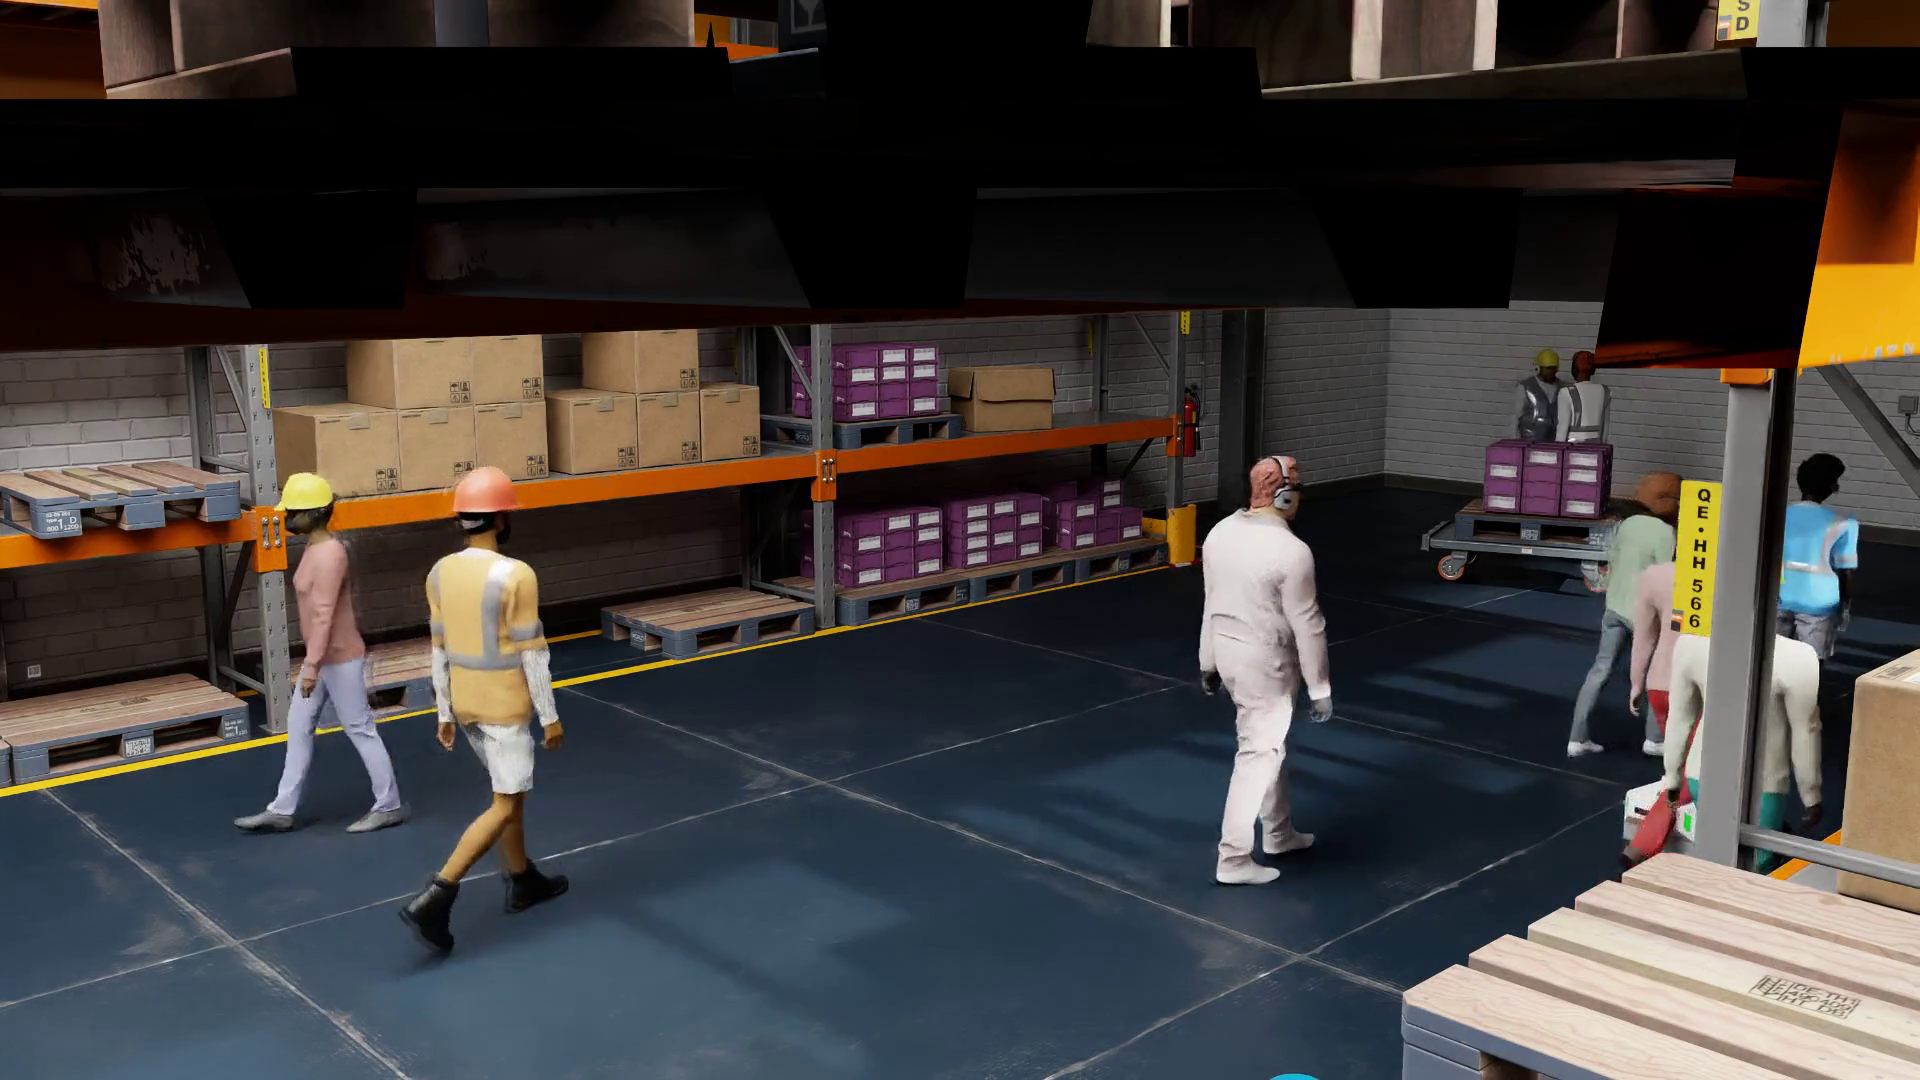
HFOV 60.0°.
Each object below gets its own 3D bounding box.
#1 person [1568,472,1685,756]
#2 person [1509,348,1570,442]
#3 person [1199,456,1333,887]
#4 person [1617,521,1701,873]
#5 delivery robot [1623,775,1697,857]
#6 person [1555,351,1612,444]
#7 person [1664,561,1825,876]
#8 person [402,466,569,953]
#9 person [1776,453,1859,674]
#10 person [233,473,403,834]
[{"bbox_3d":[3.691,0.424,8.980,0.726,1.578,0.509,-2,10,-11],"label":"person"},{"bbox_3d":[5.938,-1.037,16.877,0.614,1.804,0.623,-2,10,-10],"label":"person"},{"bbox_3d":[1.428,0.567,7.292,0.796,1.878,0.669,-4,11,-24],"label":"person"},{"bbox_3d":[3.103,0.658,7.168,0.794,1.743,0.537,-6,12,-33],"label":"person"},{"bbox_3d":[3.257,1.176,7.326,0.707,0.478,0.477,-7,12,-34],"label":"delivery robot"},{"bbox_3d":[5.653,-0.785,15.196,0.584,1.882,0.346,-4,10,-21],"label":"person"},{"bbox_3d":[2.759,0.863,5.974,0.811,1.733,0.521,-7,12,-34],"label":"person"},{"bbox_3d":[-1.924,0.663,6.668,0.548,1.909,0.865,7,12,34],"label":"person"},{"bbox_3d":[4.578,0.355,9.119,0.552,1.672,0.642,9,13,42],"label":"person"},{"bbox_3d":[-3.053,0.556,7.780,0.824,1.732,0.552,-5,11,-29],"label":"person"}]
